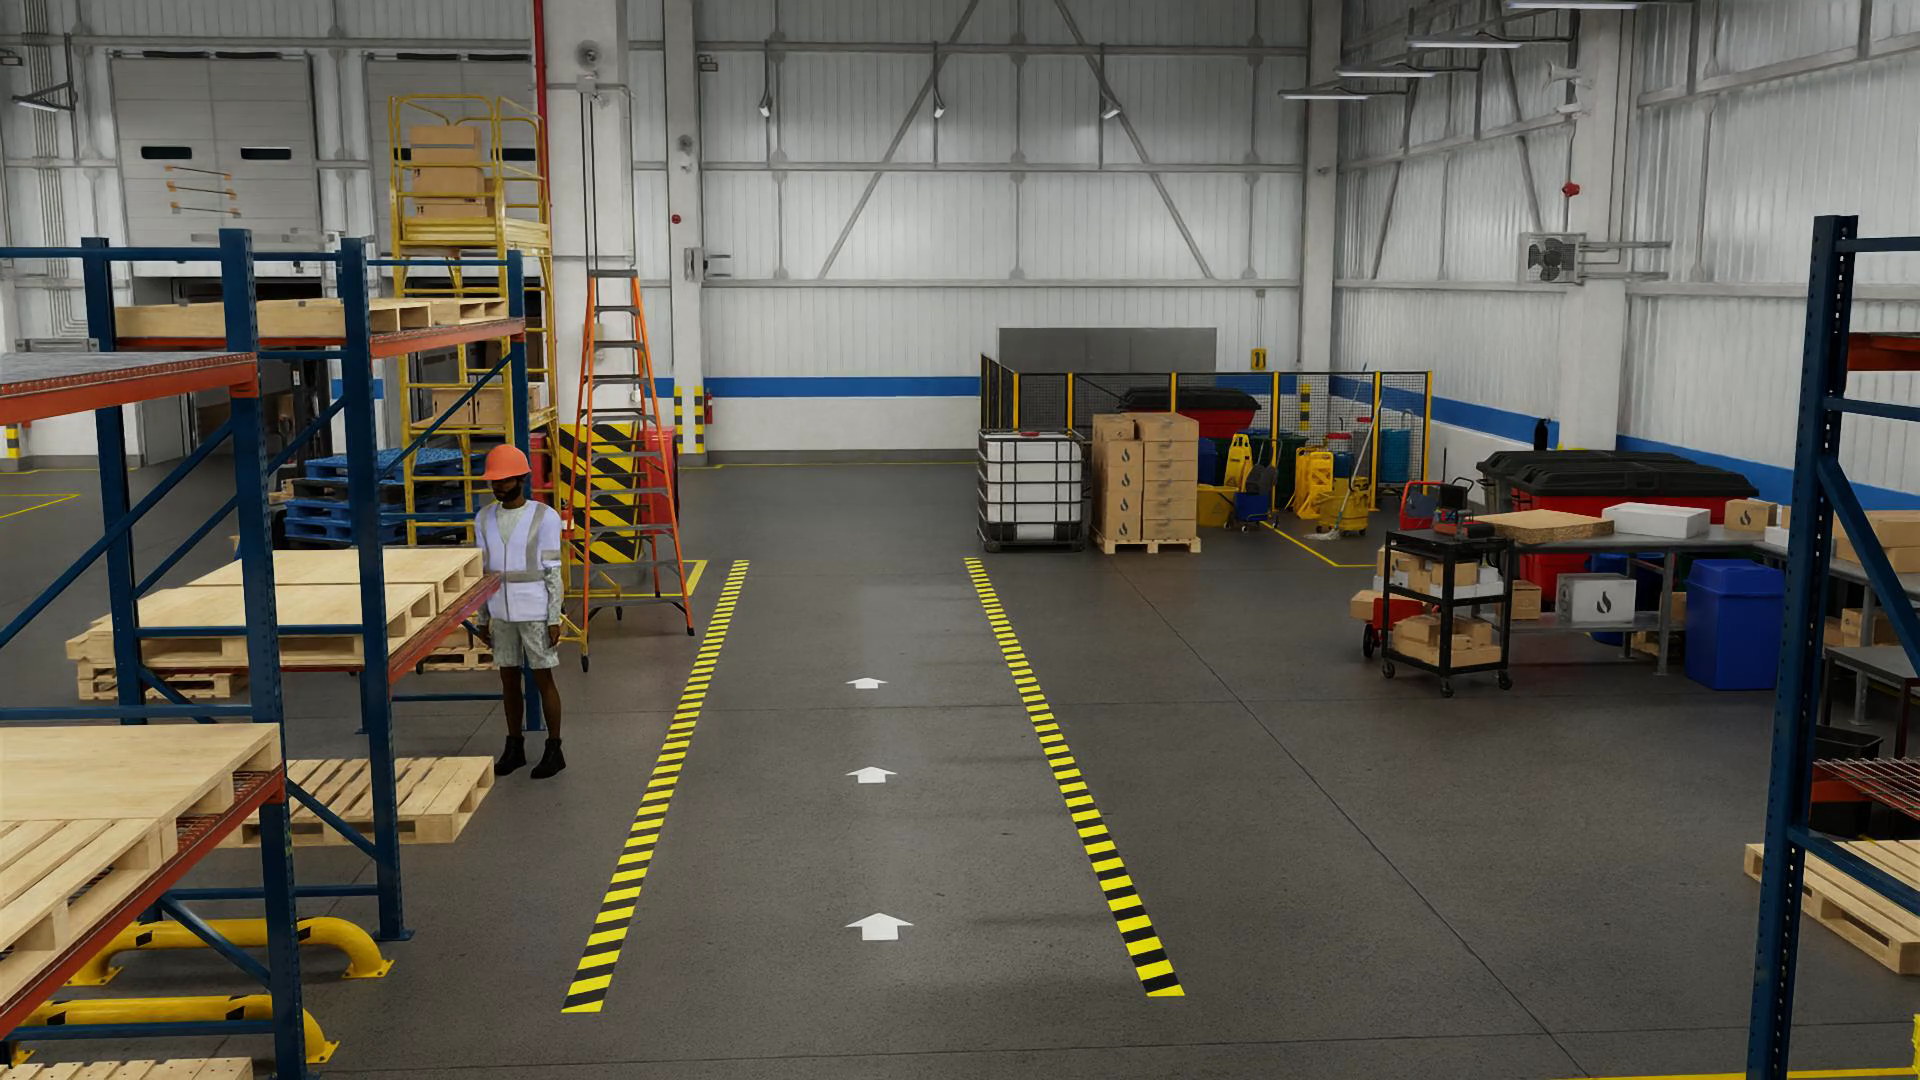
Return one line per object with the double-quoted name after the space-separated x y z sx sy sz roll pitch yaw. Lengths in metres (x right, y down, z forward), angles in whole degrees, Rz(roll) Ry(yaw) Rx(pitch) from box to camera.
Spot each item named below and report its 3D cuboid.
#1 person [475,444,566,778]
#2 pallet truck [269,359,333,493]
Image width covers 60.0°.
-2.538 0.413 9.538 0.544 1.932 0.375 3 9 16 "person"
-7.062 -1.131 18.996 1.885 1.965 0.823 2 9 13 "pallet truck"
